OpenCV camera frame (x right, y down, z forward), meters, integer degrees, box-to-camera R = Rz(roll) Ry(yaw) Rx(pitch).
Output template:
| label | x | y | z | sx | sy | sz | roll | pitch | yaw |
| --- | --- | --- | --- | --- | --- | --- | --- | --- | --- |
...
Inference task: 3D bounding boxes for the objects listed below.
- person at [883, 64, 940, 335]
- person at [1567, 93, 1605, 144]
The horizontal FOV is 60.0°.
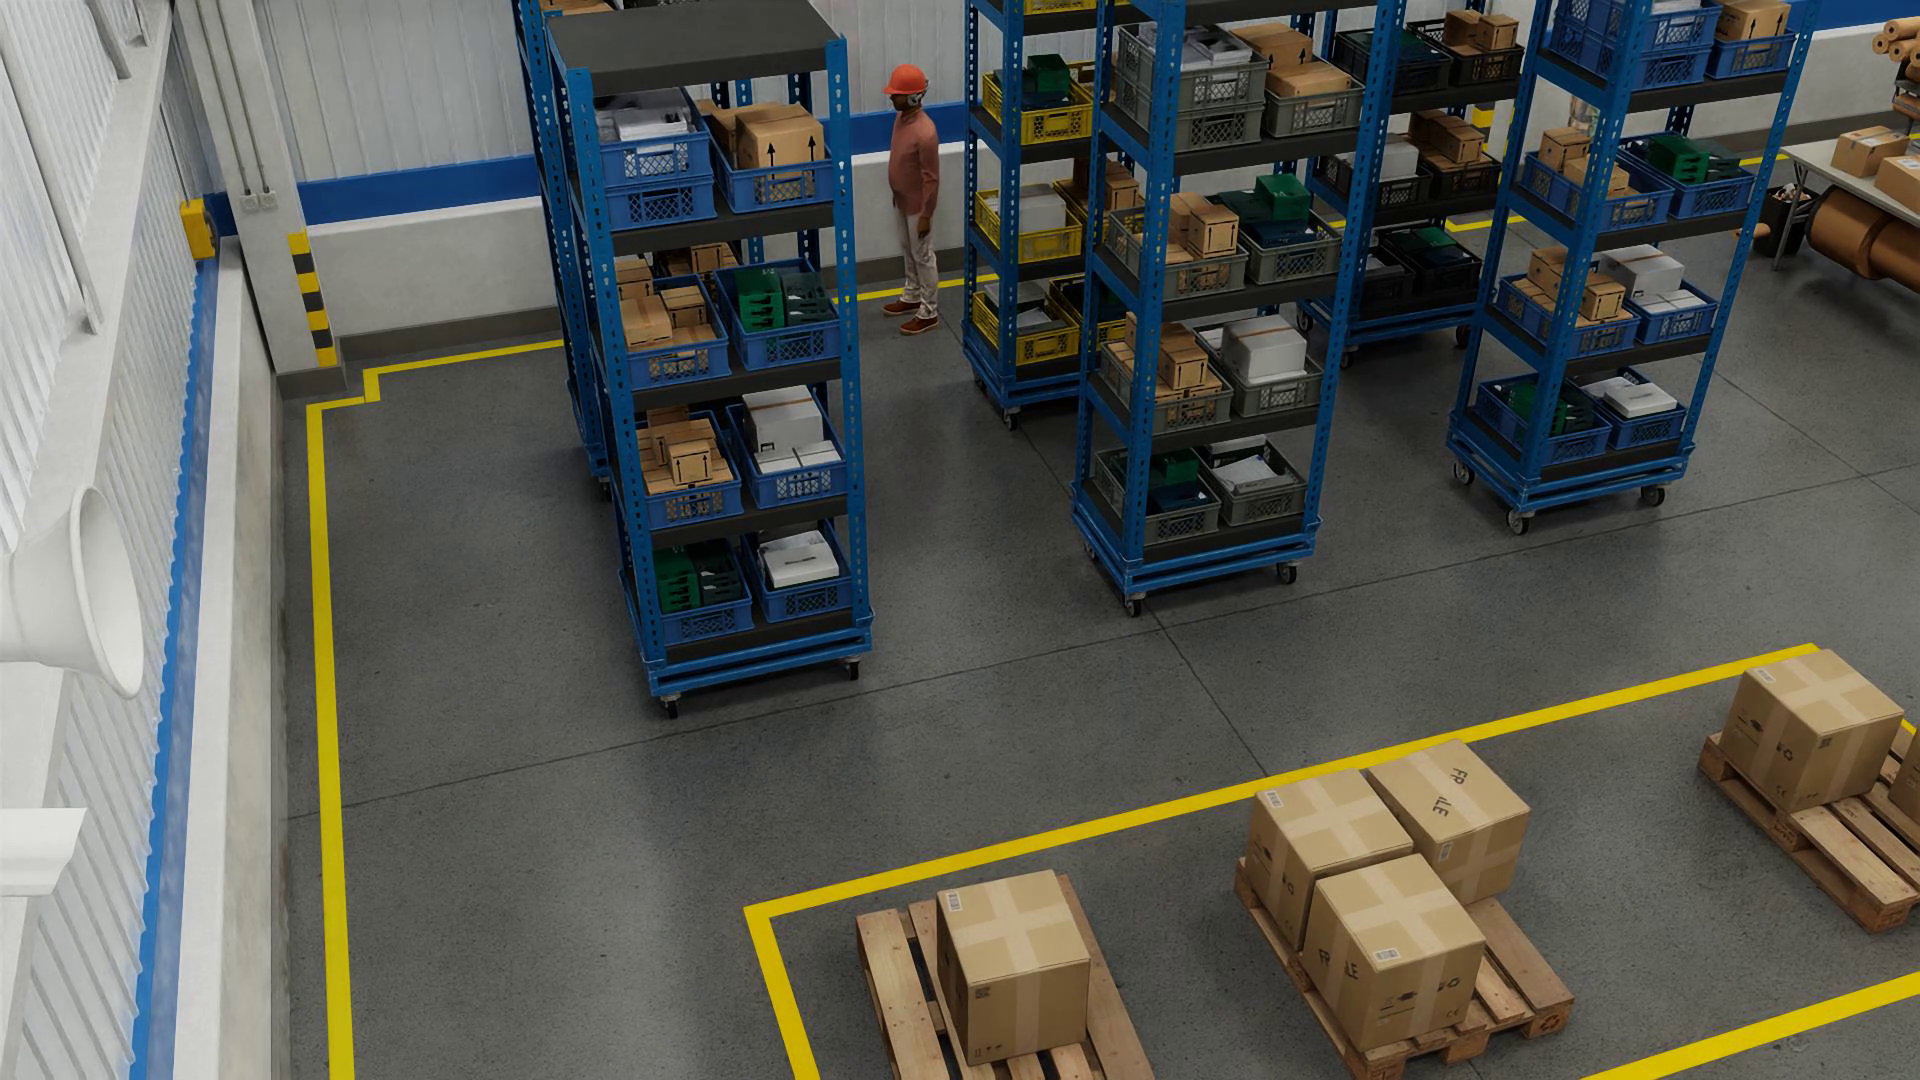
| label | x | y | z | sx | sy | sz | roll | pitch | yaw |
| --- | --- | --- | --- | --- | --- | --- | --- | --- | --- |
| person | -0.349 | -2.465 | 12.043 | 0.381 | 1.994 | 0.622 | -14 | 37 | -19 |
| person | 5.048 | -3.245 | 13.463 | 0.319 | 1.631 | 0.514 | -1 | 35 | -2 |
